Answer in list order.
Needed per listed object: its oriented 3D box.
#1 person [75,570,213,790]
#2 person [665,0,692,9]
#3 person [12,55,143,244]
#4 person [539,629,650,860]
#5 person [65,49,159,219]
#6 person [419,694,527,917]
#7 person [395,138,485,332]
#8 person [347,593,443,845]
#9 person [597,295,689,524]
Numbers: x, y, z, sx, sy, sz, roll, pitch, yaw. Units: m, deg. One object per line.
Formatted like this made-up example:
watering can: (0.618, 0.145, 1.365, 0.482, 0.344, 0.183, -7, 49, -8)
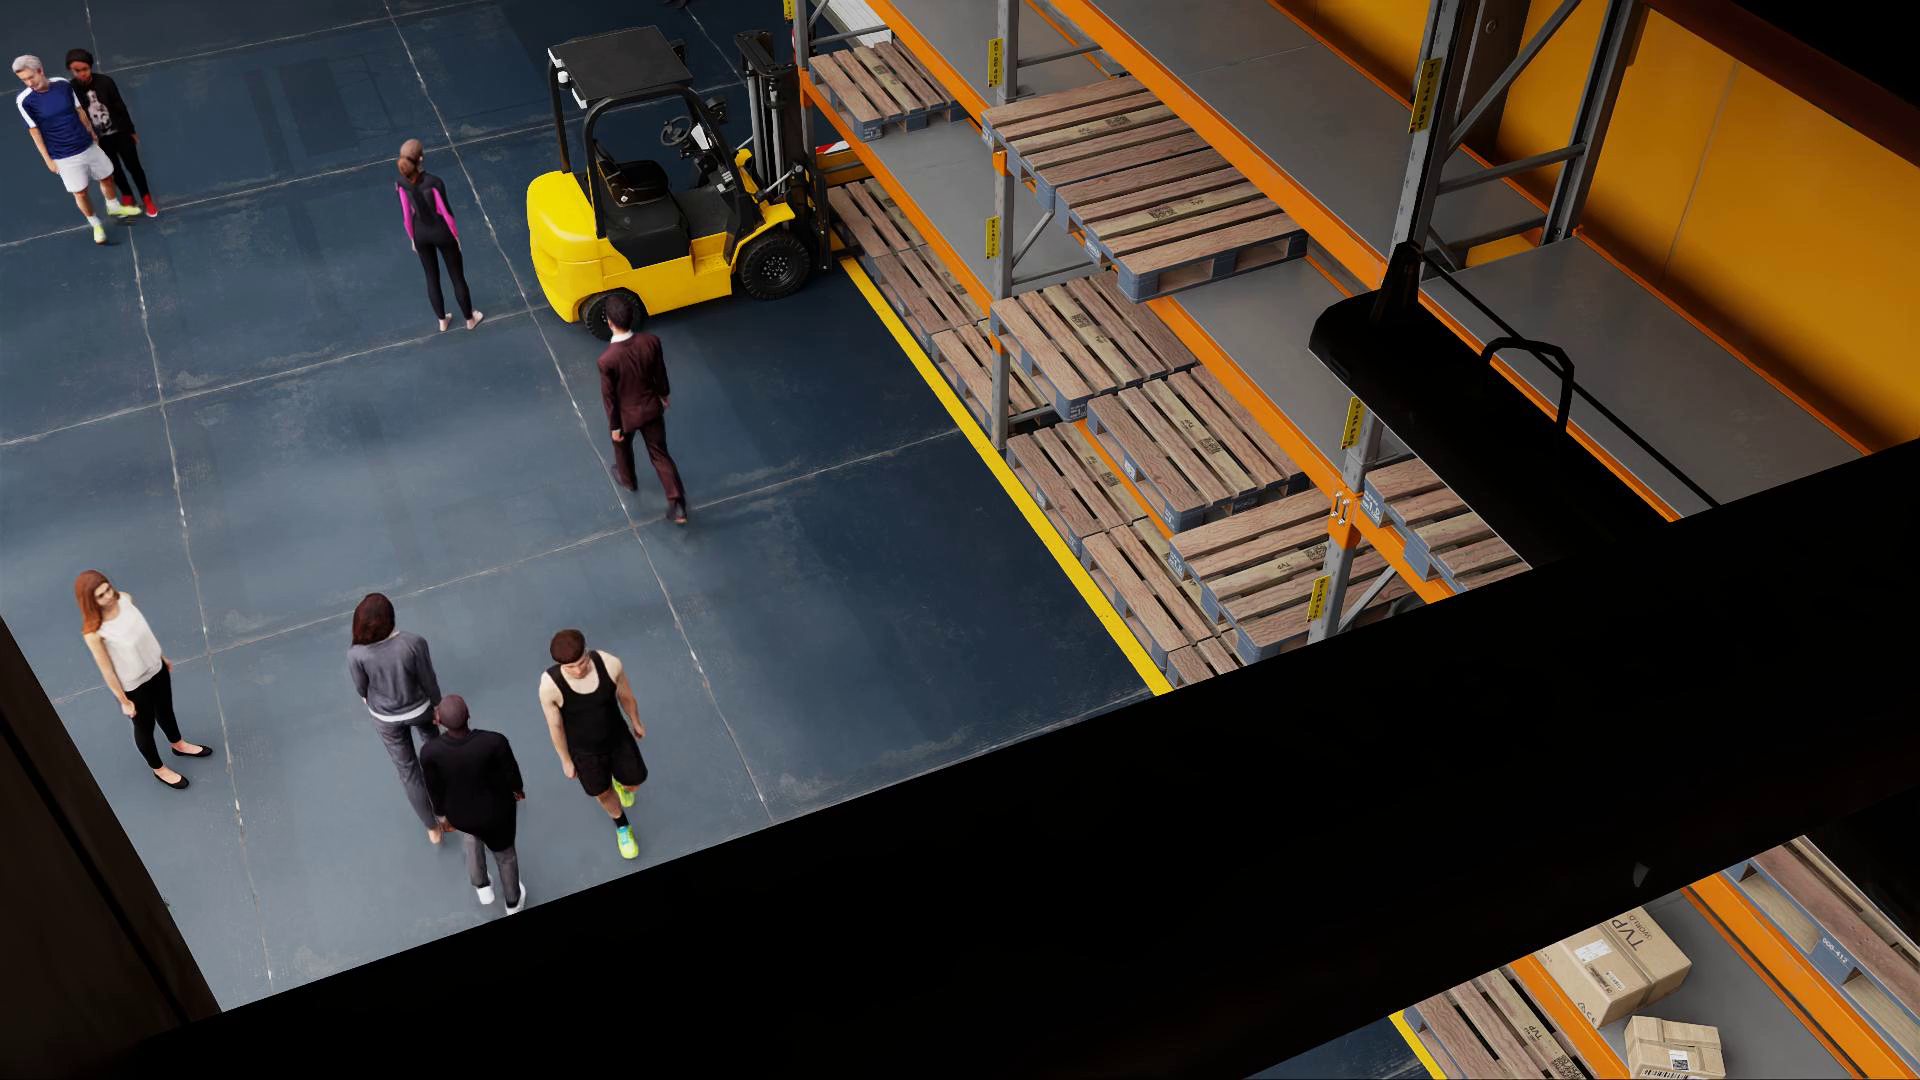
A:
person: (-4.992, 0.818, 10.080, 0.718, 1.721, 0.633, 9, 44, 10)
person: (-3.108, -6.568, 17.883, 0.599, 1.652, 0.716, 27, 50, 26)
person: (-7.715, -3.428, 14.475, 0.873, 1.808, 0.931, 19, 47, 19)
person: (-2.125, 1.102, 9.669, 0.691, 1.877, 0.792, -24, 49, -23)
person: (-7.572, -3.627, 14.786, 0.596, 1.665, 0.573, -14, 45, -14)
person: (-2.681, 1.567, 9.273, 0.742, 1.751, 0.767, -4, 44, -4)
person: (-4.271, -2.461, 13.500, 0.657, 1.752, 0.685, 1, 44, 1)
person: (-3.273, 1.076, 9.812, 0.638, 1.718, 1.142, -16, 46, -16)
person: (-2.248, -0.879, 11.776, 0.873, 1.839, 1.272, -27, 50, -26)
